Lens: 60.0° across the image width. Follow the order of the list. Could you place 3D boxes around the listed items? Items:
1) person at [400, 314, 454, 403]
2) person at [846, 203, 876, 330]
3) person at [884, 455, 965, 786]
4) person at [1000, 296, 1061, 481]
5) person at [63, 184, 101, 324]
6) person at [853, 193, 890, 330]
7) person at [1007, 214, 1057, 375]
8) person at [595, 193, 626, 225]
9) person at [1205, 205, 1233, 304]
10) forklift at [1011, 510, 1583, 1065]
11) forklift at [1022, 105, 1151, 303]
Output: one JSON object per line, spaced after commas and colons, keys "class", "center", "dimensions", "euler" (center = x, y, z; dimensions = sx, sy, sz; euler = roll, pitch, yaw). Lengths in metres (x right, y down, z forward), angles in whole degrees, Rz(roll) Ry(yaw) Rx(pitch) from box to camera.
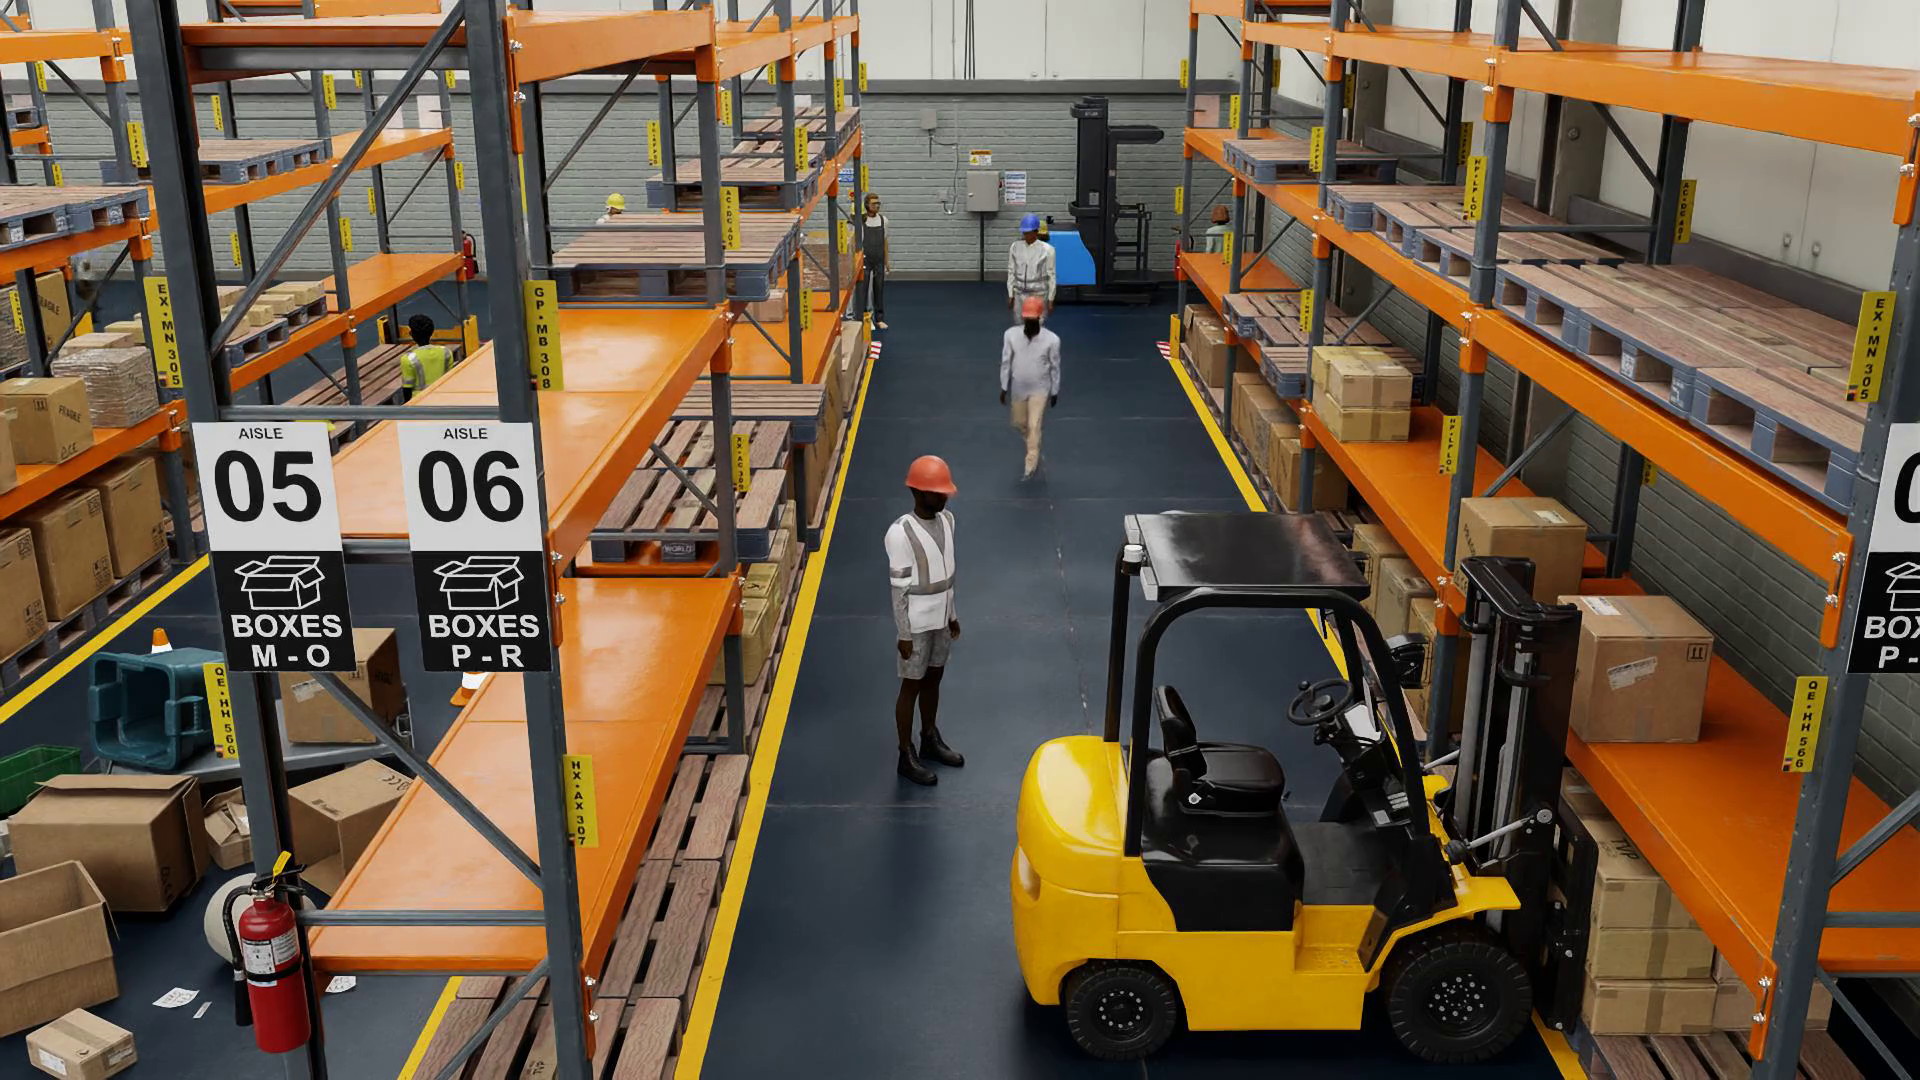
{"class": "person", "center": [-4.749, -1.181, 14.925], "dimensions": [0.320, 1.693, 0.534], "euler": [13, 23, 35]}
{"class": "person", "center": [-1.359, -3.687, 22.438], "dimensions": [0.485, 1.736, 0.322], "euler": [-4, 19, -11]}
{"class": "person", "center": [-0.184, 0.449, 9.610], "dimensions": [0.352, 1.940, 0.545], "euler": [12, 22, 32]}
{"class": "person", "center": [0.675, -1.466, 15.719], "dimensions": [0.569, 1.735, 0.659], "euler": [6, 19, 18]}
{"class": "person", "center": [-12.104, -3.898, 22.791], "dimensions": [0.541, 1.923, 0.392], "euler": [9, 20, 25]}
{"class": "person", "center": [-1.187, -3.745, 22.438], "dimensions": [0.511, 1.846, 0.341], "euler": [-8, 20, -24]}
{"class": "person", "center": [0.833, -2.887, 19.685], "dimensions": [0.615, 1.943, 0.409], "euler": [9, 20, 25]}
{"class": "person", "center": [-4.656, -3.787, 22.602], "dimensions": [0.403, 1.822, 0.588], "euler": [10, 21, 27]}
{"class": "person", "center": [3.555, -3.771, 22.850], "dimensions": [0.500, 1.633, 0.280], "euler": [-11, 21, -30]}
{"class": "forklift", "center": [1.387, 1.055, 7.378], "dimensions": [2.313, 2.155, 1.214], "euler": [0, 18, 0]}
{"class": "forklift", "center": [1.857, -4.944, 24.441], "dimensions": [1.873, 2.768, 1.129], "euler": [0, 18, 0]}
